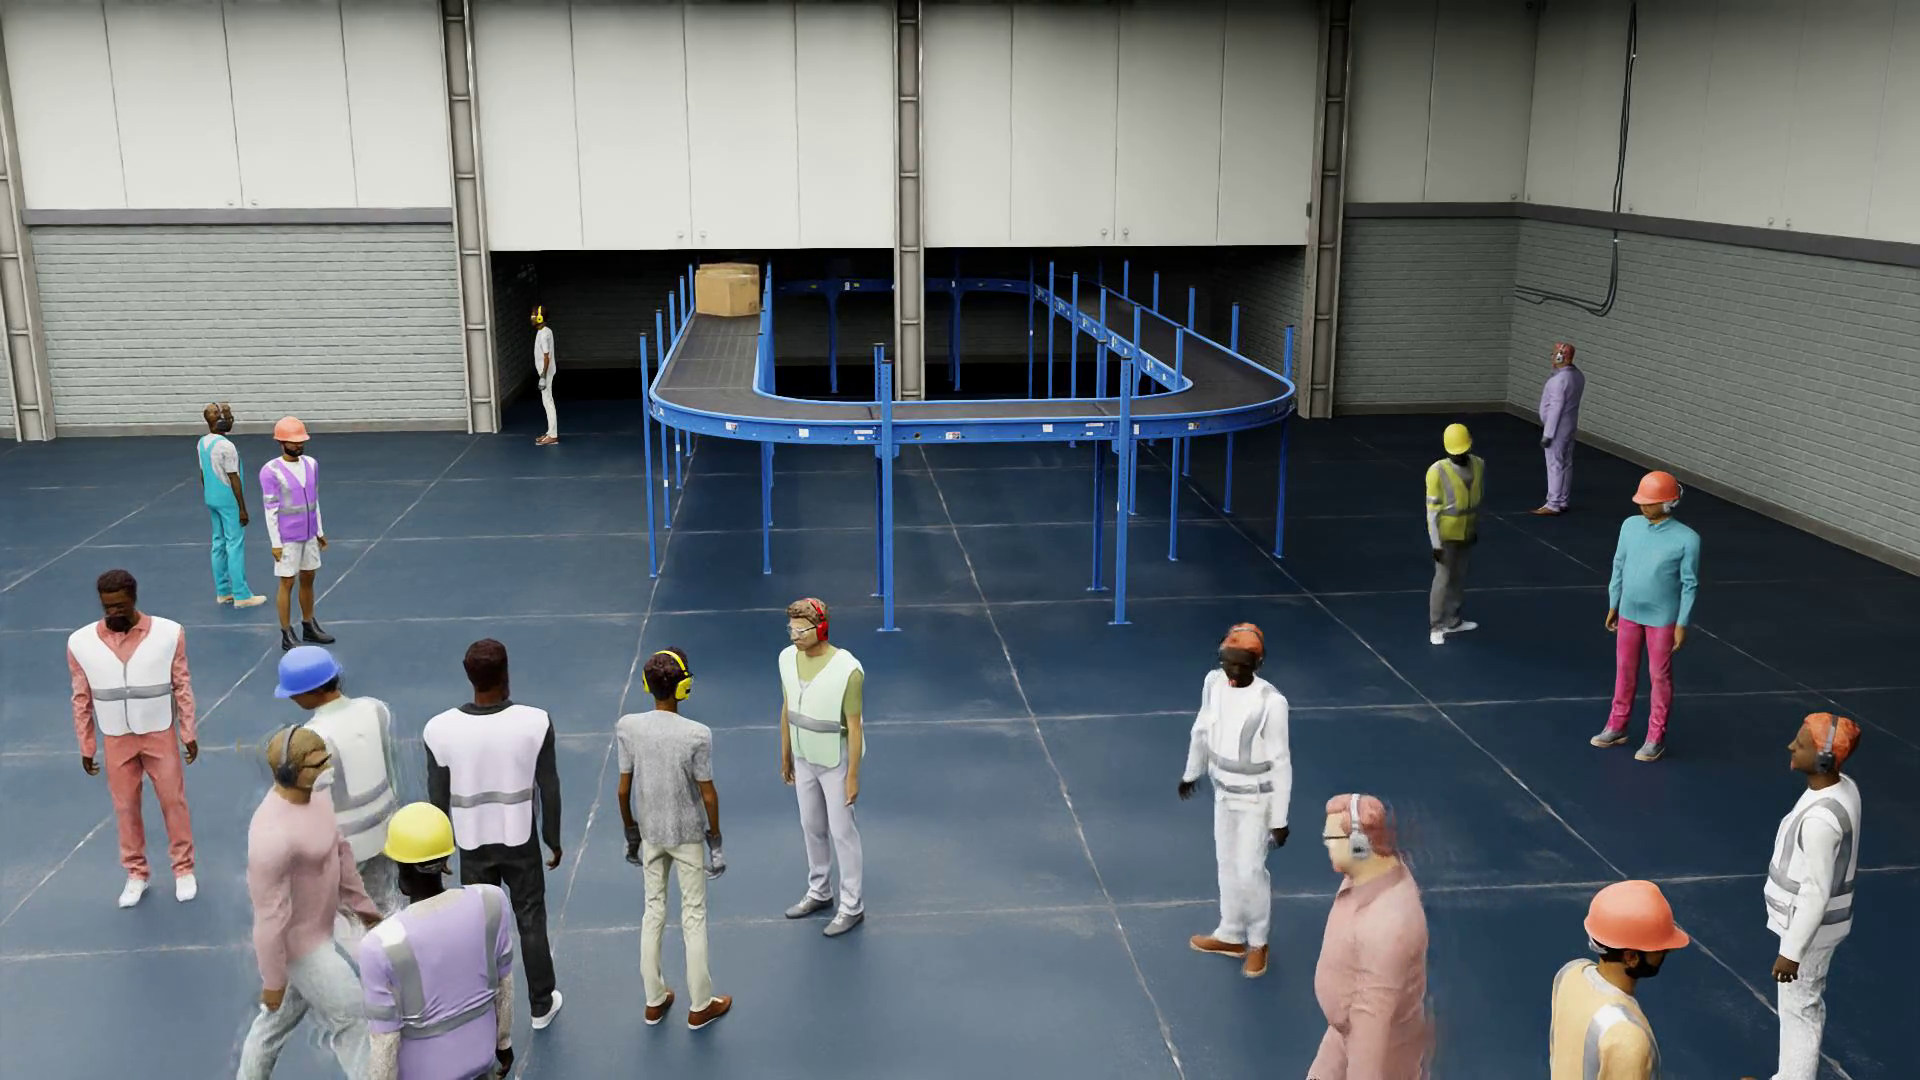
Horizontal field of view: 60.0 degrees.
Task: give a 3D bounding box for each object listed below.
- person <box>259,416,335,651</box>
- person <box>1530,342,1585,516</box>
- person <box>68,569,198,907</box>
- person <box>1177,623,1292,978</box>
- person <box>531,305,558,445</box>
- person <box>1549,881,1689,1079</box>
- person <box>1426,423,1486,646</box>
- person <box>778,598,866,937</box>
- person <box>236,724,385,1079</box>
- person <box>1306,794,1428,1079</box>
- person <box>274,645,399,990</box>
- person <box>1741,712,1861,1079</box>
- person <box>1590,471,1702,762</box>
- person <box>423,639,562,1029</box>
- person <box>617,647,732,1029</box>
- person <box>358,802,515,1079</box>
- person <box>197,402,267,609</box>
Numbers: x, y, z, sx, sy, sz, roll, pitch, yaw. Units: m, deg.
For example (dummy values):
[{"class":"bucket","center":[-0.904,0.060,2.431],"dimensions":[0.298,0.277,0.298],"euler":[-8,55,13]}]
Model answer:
[{"class":"person","center":[-5.393,-0.052,13.572],"dimensions":[0.377,1.938,0.547],"euler":[7,16,25]},{"class":"person","center":[6.569,-1.218,18.299],"dimensions":[0.405,1.911,0.636],"euler":[12,19,40]},{"class":"person","center":[-4.517,1.070,9.149],"dimensions":[0.598,1.910,0.402],"euler":[-5,15,-18]},{"class":"person","center":[1.397,1.284,8.387],"dimensions":[0.387,1.871,0.737],"euler":[-7,16,-26]},{"class":"person","center":[-5.604,-2.220,22.384],"dimensions":[0.328,1.872,0.508],"euler":[-3,14,-11]},{"class":"person","center":[2.077,1.998,5.370],"dimensions":[0.359,1.939,0.543],"euler":[0,14,-2]},{"class":"person","center":[4.138,-0.062,13.742],"dimensions":[0.772,1.877,0.413],"euler":[-8,16,-30]},{"class":"person","center":[-0.723,1.182,8.857],"dimensions":[0.565,1.833,0.397],"euler":[11,18,38]},{"class":"person","center":[-2.644,1.649,6.878],"dimensions":[1.025,1.885,0.633],"euler":[-2,14,-9]},{"class":"person","center":[1.461,1.844,6.124],"dimensions":[0.699,1.864,0.746],"euler":[2,14,6]},{"class":"person","center":[-2.825,1.392,7.858],"dimensions":[0.533,1.909,0.708],"euler":[6,15,24]},{"class":"person","center":[3.543,1.620,6.992],"dimensions":[0.355,1.884,0.575],"euler":[9,16,31]},{"class":"person","center":[4.645,0.505,11.245],"dimensions":[0.391,1.987,0.608],"euler":[-10,17,-34]},{"class":"person","center":[-2.167,1.402,7.798],"dimensions":[0.590,1.916,0.389],"euler":[-3,14,-10]},{"class":"person","center":[-1.352,1.408,7.871],"dimensions":[0.532,1.871,0.321],"euler":[4,15,15]},{"class":"person","center":[-1.860,1.854,5.965],"dimensions":[0.371,1.929,0.585],"euler":[12,18,39]},{"class":"person","center":[-6.510,-0.307,14.779],"dimensions":[0.507,1.846,0.346],"euler":[9,17,32]}]
